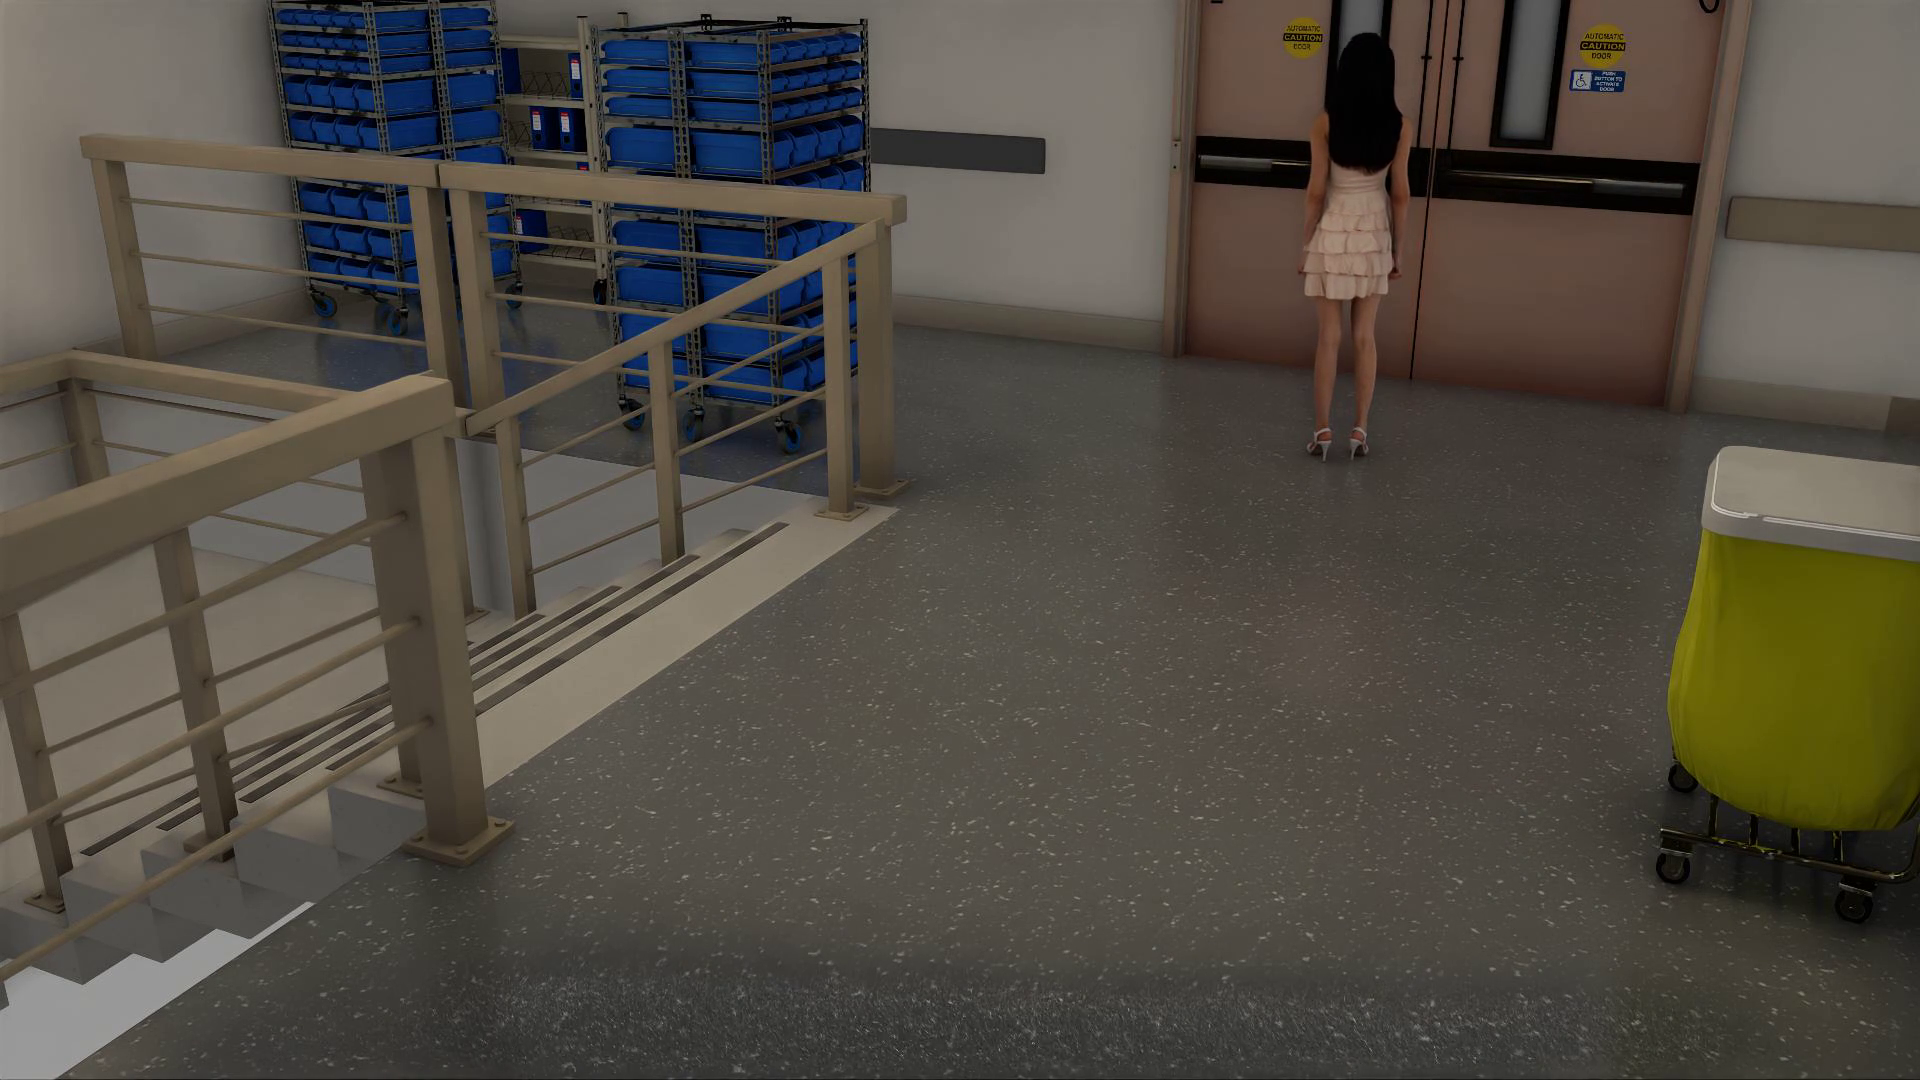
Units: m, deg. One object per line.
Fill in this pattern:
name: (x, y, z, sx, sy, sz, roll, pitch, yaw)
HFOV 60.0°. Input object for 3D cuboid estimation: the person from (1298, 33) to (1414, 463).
person: (1.598, -1.172, 6.802, 0.580, 1.736, 0.709, 1, 21, 4)
